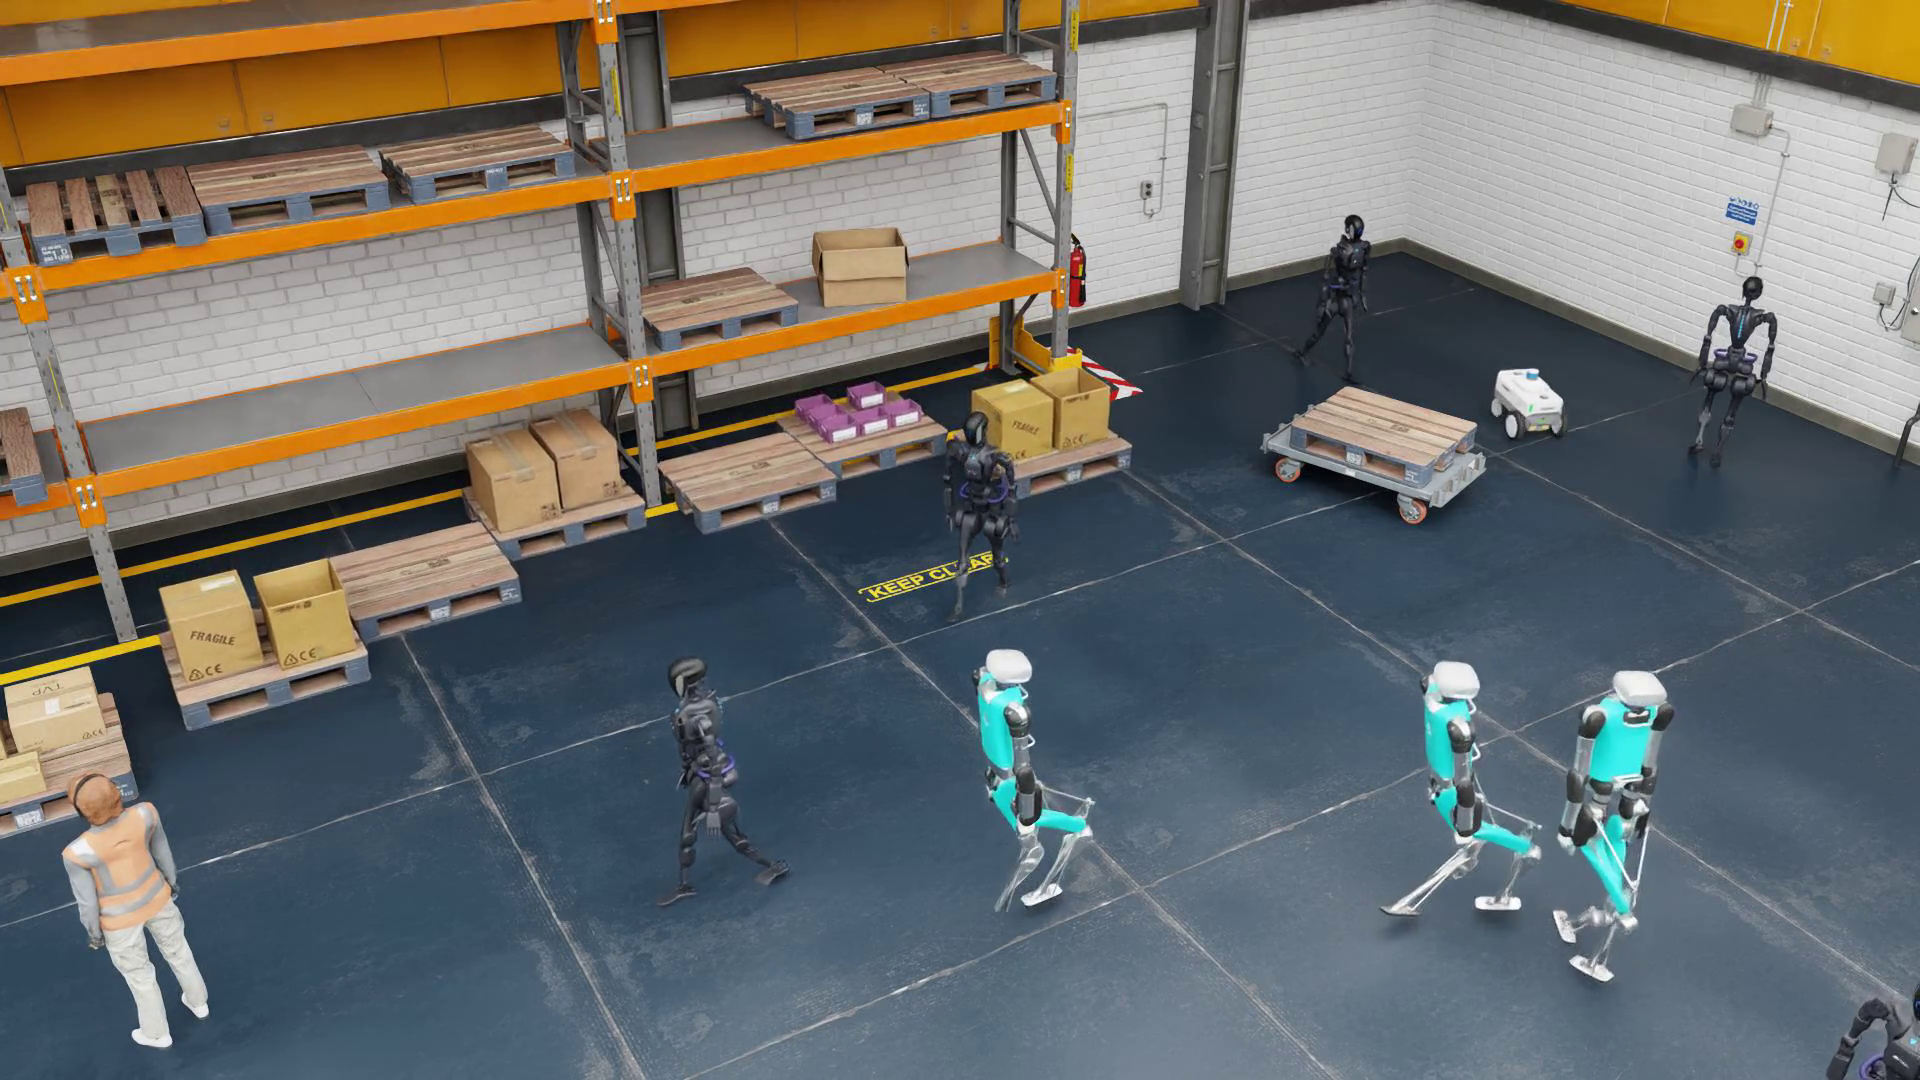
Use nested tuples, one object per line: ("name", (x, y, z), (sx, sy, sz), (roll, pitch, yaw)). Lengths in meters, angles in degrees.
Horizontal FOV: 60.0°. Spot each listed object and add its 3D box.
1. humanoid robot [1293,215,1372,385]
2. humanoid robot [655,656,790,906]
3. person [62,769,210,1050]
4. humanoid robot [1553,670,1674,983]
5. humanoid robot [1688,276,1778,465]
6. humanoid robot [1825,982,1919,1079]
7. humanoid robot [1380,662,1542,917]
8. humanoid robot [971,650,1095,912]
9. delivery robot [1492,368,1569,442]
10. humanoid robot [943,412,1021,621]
("humanoid robot", (3.565, -2.313, 15.703), (0.590, 1.627, 0.824), (-16, 33, -26))
("humanoid robot", (-1.363, 1.334, 9.247), (0.781, 1.640, 0.589), (-15, 33, -24))
("person", (-4.127, 1.846, 8.313), (0.309, 1.636, 0.522), (16, 33, 26))
("humanoid robot", (3.501, 1.587, 8.654), (0.570, 1.765, 0.819), (-9, 31, -16))
("humanoid robot", (6.546, -1.438, 14.089), (0.612, 1.643, 0.363), (15, 33, 24))
("humanoid robot", (4.029, 2.481, 7.206), (0.792, 1.623, 0.600), (-20, 35, -31))
("humanoid robot", (2.855, 1.402, 9.006), (1.014, 1.727, 0.547), (-2, 30, -3))
("humanoid robot", (0.445, 1.361, 9.121), (0.760, 1.841, 0.550), (-12, 32, -21))
("delivery robot", (5.084, -1.223, 14.866), (0.499, 0.612, 0.805), (-4, 30, -8))
("humanoid robot", (0.158, -0.200, 11.953), (0.616, 1.618, 0.797), (11, 31, 19))
